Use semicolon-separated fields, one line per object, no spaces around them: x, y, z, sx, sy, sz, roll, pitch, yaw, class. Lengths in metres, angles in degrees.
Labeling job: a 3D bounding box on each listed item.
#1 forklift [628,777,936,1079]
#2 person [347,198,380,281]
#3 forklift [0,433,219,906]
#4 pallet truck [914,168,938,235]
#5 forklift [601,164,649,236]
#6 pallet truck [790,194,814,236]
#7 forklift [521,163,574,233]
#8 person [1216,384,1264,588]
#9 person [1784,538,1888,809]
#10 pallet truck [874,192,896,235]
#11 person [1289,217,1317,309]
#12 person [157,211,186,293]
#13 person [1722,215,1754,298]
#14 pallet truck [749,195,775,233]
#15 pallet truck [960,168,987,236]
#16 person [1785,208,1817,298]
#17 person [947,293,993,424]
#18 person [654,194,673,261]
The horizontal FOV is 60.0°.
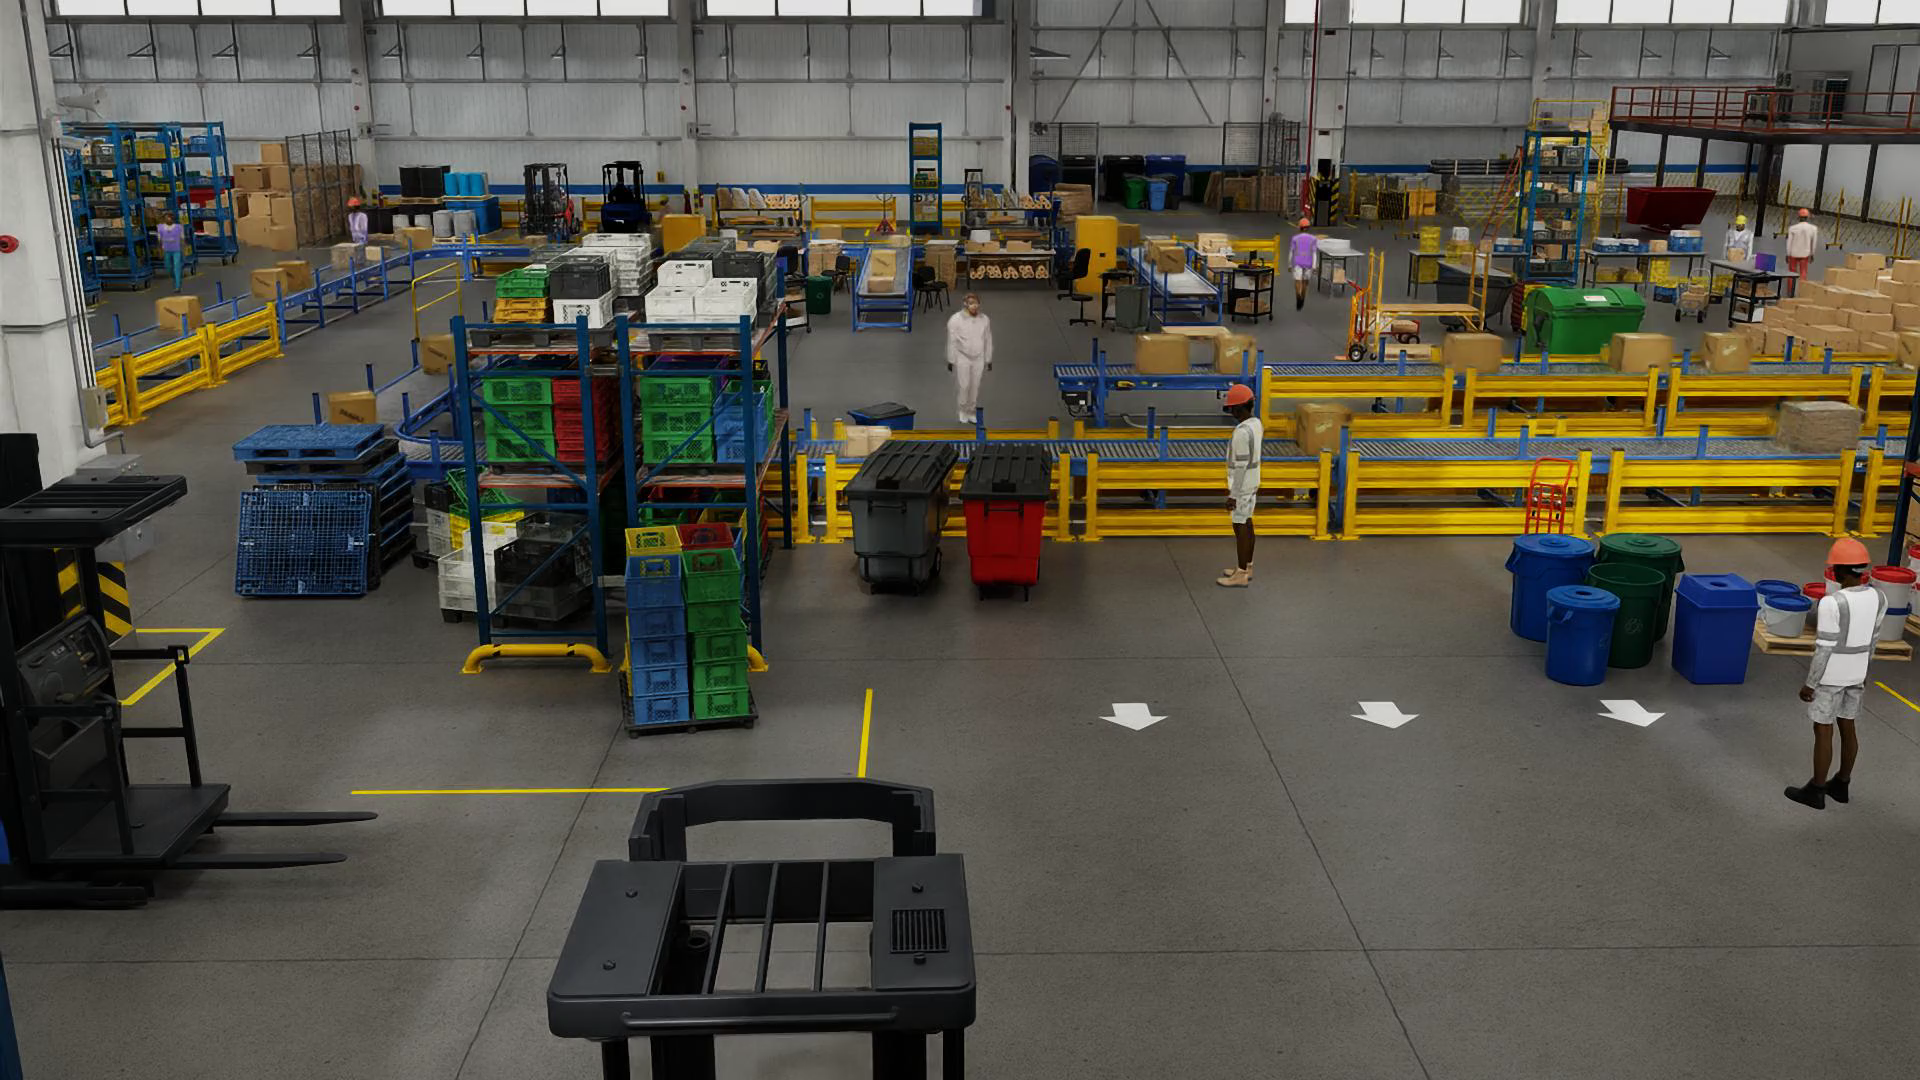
-0.542;2.165;5.552;1.129;2.768;1.873;-1;16;-2;forklift
-14.176;-7.045;39.163;0.629;1.979;1.096;8;18;26;person
-5.952;0.780;10.366;1.873;2.768;1.129;0;16;-1;forklift
-0.989;-10.316;50.507;0.823;1.965;1.885;1;16;3;pallet truck
-9.948;-10.127;49.296;1.157;1.987;2.680;-1;16;-3;forklift
-4.814;-9.883;50.259;0.704;1.261;1.522;-1;16;-3;pallet truck
-12.233;-10.122;49.298;1.157;1.987;2.680;0;16;-1;forklift
2.760;-0.532;16.436;0.389;2.034;0.605;7;17;23;person
6.079;0.925;11.551;0.543;1.932;0.370;-6;17;-20;person
-2.277;-9.986;50.594;0.653;1.274;1.630;0;16;-1;pallet truck
7.230;-5.827;35.077;0.551;1.910;0.824;2;16;6;person
-17.815;-6.532;37.636;0.585;1.834;0.501;-2;16;-6;person
17.090;-6.221;36.593;0.598;1.826;0.403;14;21;39;person
-6.051;-9.967;50.660;0.680;1.201;1.601;0;16;-1;pallet truck
0.383;-10.230;50.206;0.823;1.965;1.885;-1;16;-3;pallet truck
18.478;-6.301;36.583;0.632;1.976;0.528;5;17;16;person
0.169;-2.586;23.816;0.677;1.889;0.462;-8;18;-25;person
-7.668;-8.200;43.648;0.891;1.730;0.527;-11;19;-33;person
